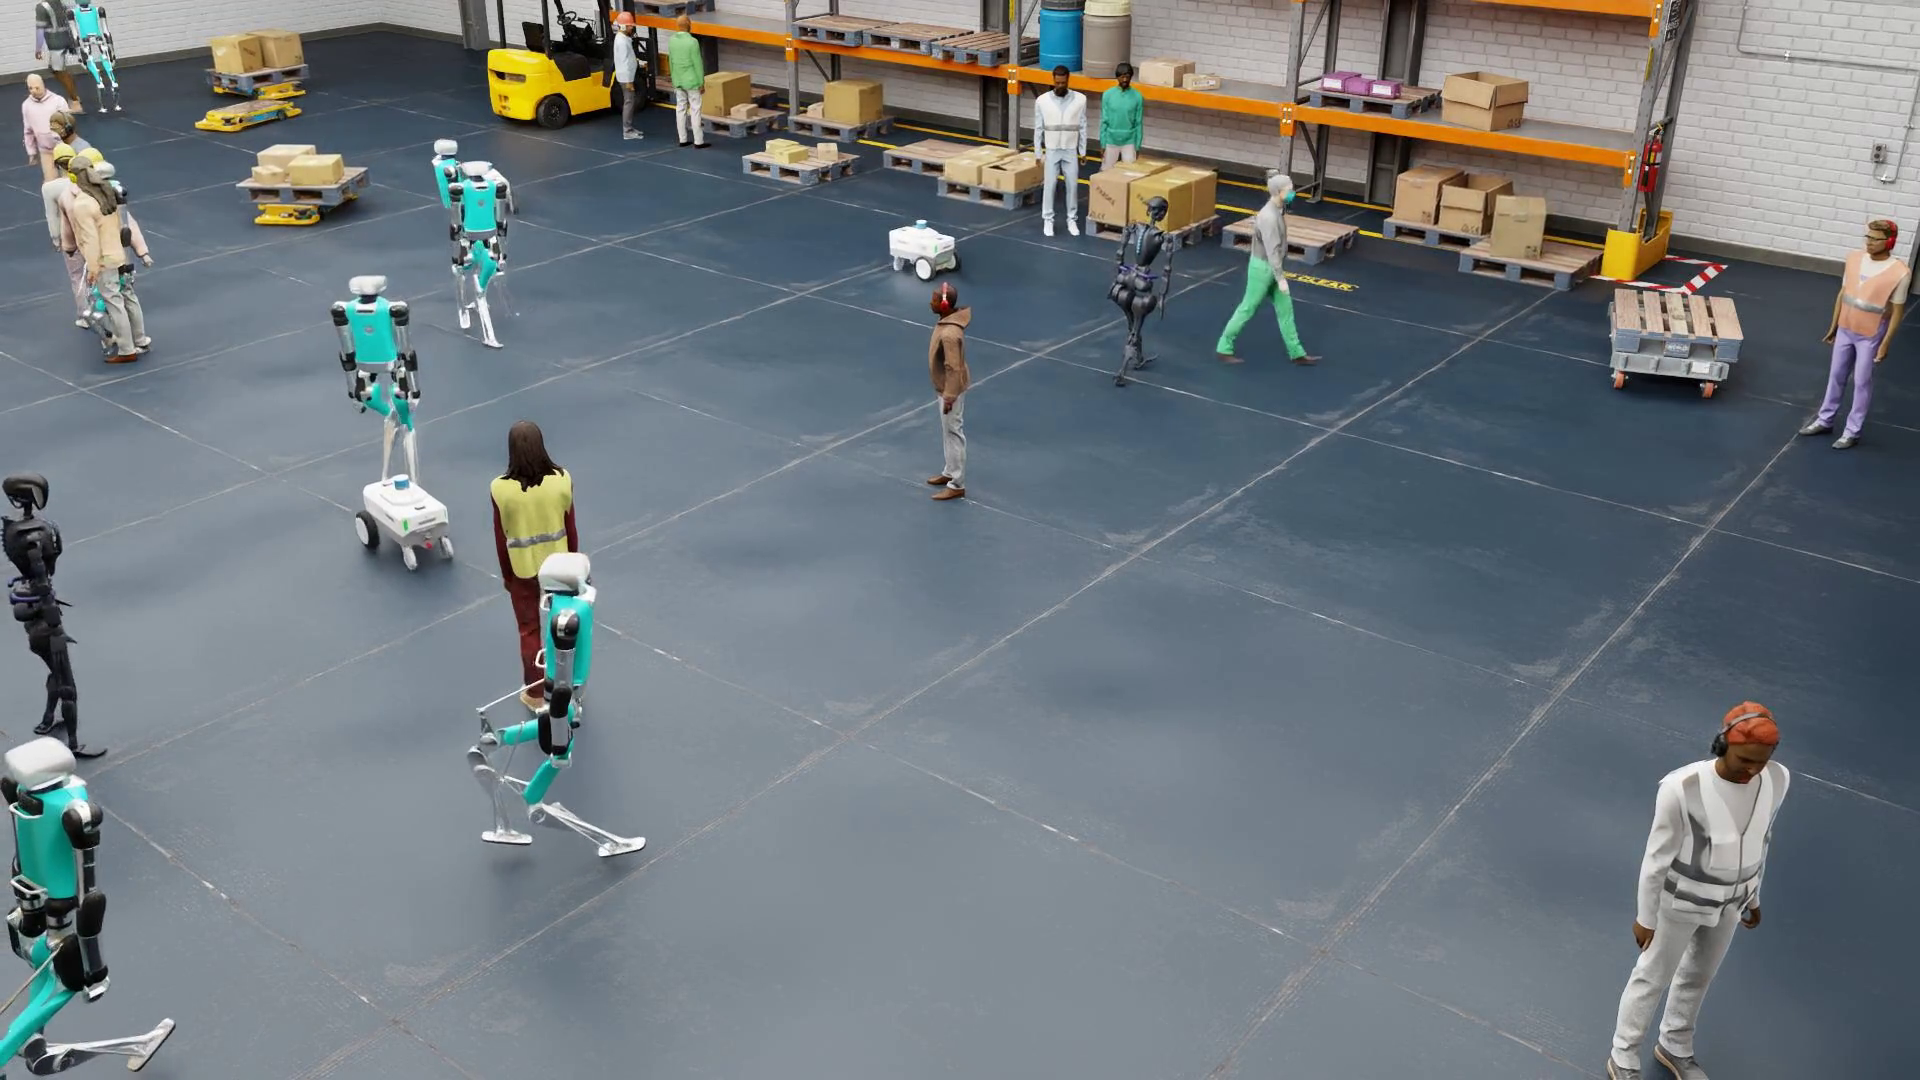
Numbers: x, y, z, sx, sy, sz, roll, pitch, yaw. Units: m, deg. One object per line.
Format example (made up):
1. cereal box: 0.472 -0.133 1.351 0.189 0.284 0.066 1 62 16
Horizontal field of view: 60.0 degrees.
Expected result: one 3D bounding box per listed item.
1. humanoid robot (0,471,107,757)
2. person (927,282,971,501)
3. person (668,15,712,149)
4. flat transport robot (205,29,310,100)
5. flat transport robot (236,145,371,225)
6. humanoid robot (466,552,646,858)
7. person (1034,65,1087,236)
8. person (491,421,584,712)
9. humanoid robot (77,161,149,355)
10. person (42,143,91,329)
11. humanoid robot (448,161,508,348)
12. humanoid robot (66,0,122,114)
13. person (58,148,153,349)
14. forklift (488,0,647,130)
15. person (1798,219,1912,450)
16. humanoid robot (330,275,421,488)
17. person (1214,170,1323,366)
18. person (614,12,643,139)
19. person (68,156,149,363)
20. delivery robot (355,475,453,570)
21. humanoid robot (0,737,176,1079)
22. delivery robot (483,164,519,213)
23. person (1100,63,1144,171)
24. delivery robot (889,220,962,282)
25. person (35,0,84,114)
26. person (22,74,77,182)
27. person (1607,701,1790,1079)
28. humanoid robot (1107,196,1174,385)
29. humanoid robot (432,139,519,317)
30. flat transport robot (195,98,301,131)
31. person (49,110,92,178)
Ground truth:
1. humanoid robot: -5.041 0.399 9.122 0.382 1.640 0.613 -16 30 -29
2. person: -0.079 -1.094 12.243 0.327 1.651 0.461 -2 26 -3
3. person: -3.728 -6.281 22.837 0.538 1.784 0.383 14 29 26
4. flat transport robot: -11.158 -7.205 26.492 1.431 0.231 0.659 16 30 30
5. flat transport robot: -7.820 -4.042 19.941 0.659 0.231 1.431 2 26 4
6. humanoid robot: -2.115 0.879 8.111 1.032 1.748 0.539 -2 26 -4
7. person: 1.134 -4.404 18.813 0.600 1.904 0.394 -2 26 -4
8. person: -2.401 0.161 9.523 0.459 1.766 0.382 -14 29 -26
9. humanoid robot: -7.778 -2.463 15.000 0.540 1.798 0.711 18 31 32
10. person: -8.376 -2.893 15.856 0.530 1.752 0.339 -21 33 -36
11. humanoid robot: -4.555 -2.715 15.577 0.569 1.766 1.054 -16 30 -29
12. humanoid robot: -12.709 -7.136 24.508 0.533 1.676 0.735 -16 30 -30
13. person: -7.827 -2.636 15.212 0.817 1.854 0.434 3 26 6
14. forklift: -5.874 -7.334 24.552 1.214 2.155 2.313 19 32 34
15. person: 7.124 -1.626 13.123 0.393 1.846 0.562 -10 28 -20
16. humanoid robot: -4.205 -1.139 12.275 0.535 1.806 0.733 -2 26 -4
17. person: 2.771 -2.394 14.789 0.963 1.792 0.515 10 28 20
18. person: -4.670 -6.538 23.422 0.351 1.737 0.571 -5 26 -10
19. person: -7.652 -2.511 14.928 0.401 1.876 0.555 2 26 4
20. delivery robot: -3.854 -0.167 11.579 0.499 0.587 0.785 -21 33 -36
21. humanoid robot: -3.636 1.660 6.455 0.530 1.718 1.044 16 30 30
22. delivery robot: -5.637 -4.217 19.958 0.499 0.580 0.766 -12 28 -24
23. person: 1.868 -4.602 19.297 0.501 1.843 0.395 2 26 5
24. delivery robot: -0.390 -3.087 17.623 0.737 0.583 0.521 20 32 35
25. person: -13.545 -7.396 24.873 0.513 2.015 0.599 -1 26 -2
26. person: -10.324 -4.479 19.127 0.727 1.765 0.502 -6 26 -13
27. person: 2.976 1.459 6.689 0.583 1.884 0.337 -7 27 -14
28. humanoid robot: 1.550 -2.203 14.558 0.622 1.612 0.685 20 32 36
29. humanoid robot: -4.623 -2.950 16.125 0.769 1.898 0.560 -13 29 -25
30. flat transport robot: -10.513 -6.283 24.582 0.659 0.231 1.431 11 28 21
31. person: -8.640 -3.281 16.458 0.628 1.932 0.361 23 34 39
